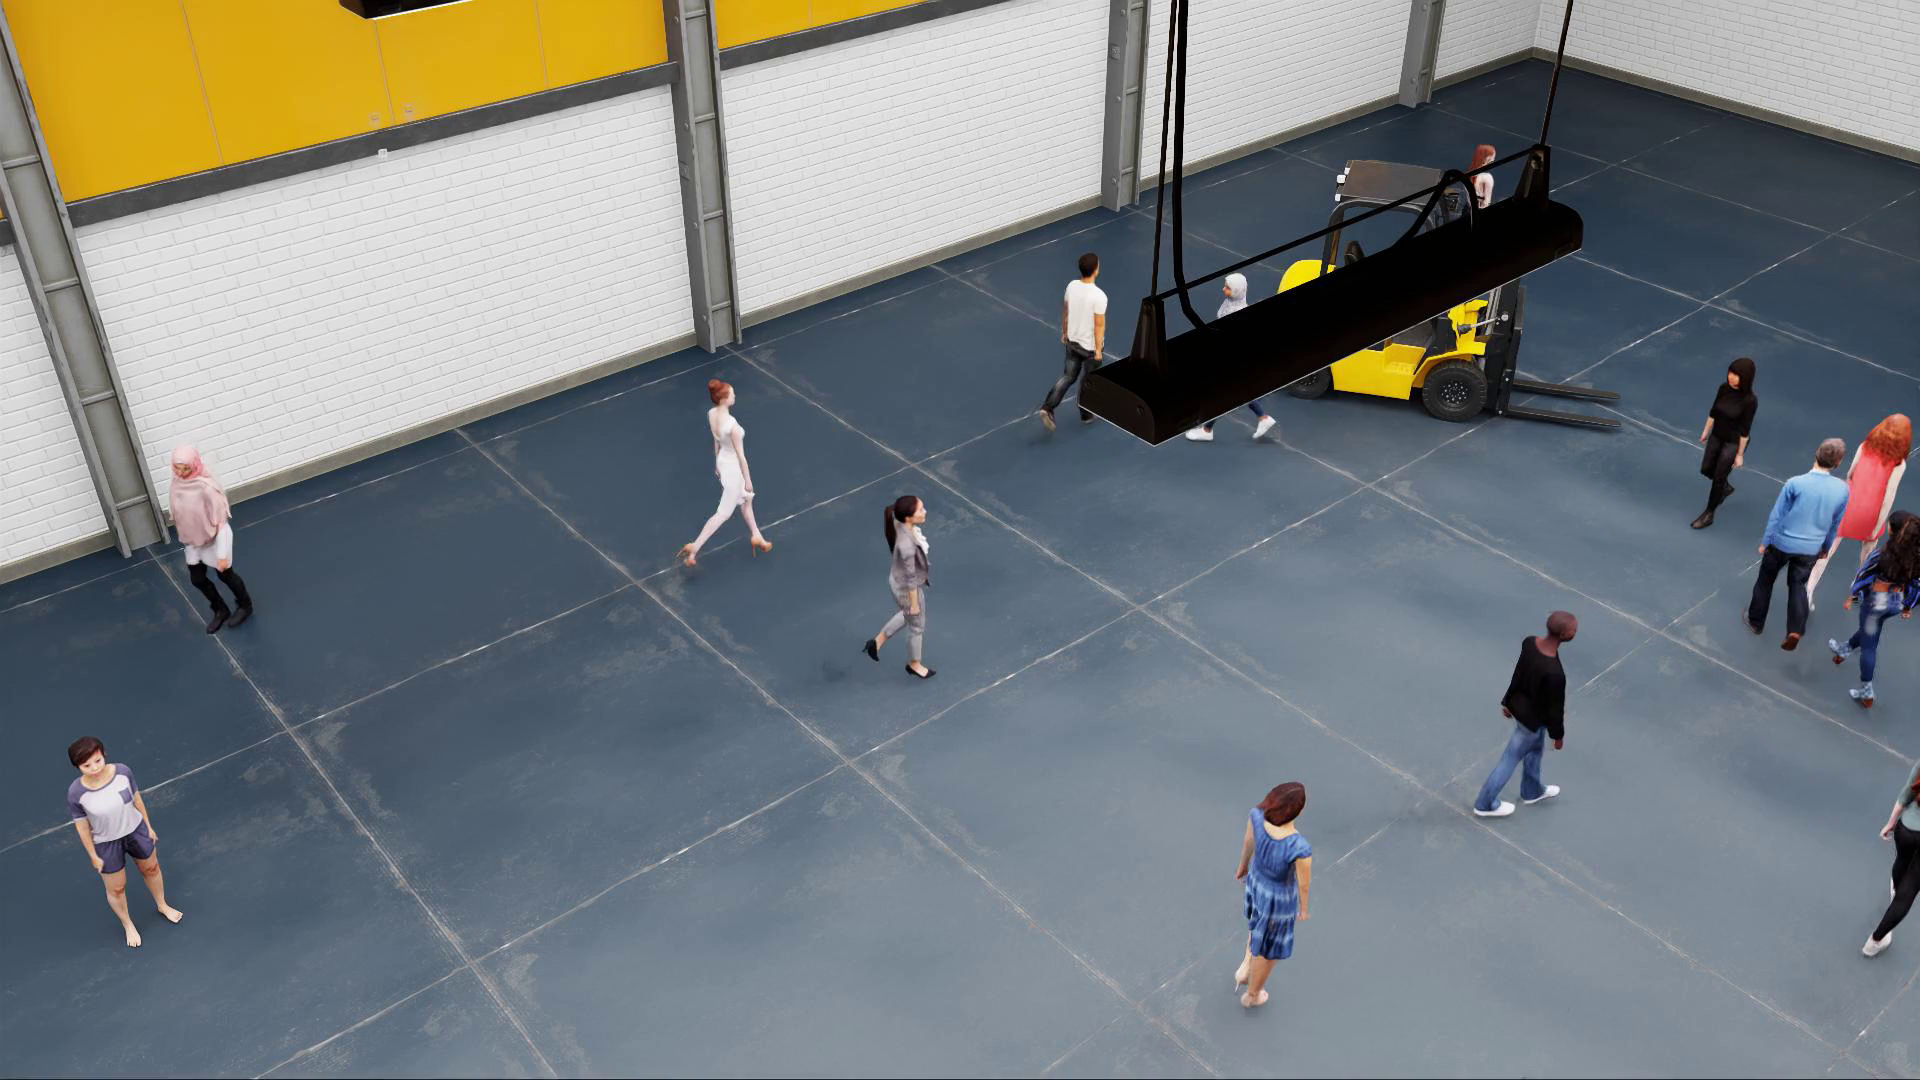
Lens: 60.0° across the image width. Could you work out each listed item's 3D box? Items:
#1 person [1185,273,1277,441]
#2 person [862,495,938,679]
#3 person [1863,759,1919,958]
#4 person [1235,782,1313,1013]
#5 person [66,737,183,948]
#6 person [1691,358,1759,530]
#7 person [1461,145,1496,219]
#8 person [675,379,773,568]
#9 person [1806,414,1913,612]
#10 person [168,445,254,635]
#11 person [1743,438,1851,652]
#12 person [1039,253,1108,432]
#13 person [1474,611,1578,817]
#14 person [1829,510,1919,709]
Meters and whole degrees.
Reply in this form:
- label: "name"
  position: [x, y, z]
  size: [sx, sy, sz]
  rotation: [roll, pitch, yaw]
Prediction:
- label: "person"
  position: [2.619, -1.690, 15.598]
  size: [1.120, 1.748, 1.072]
  rotation: [4, 34, 5]
- label: "person"
  position: [-0.470, 0.374, 12.572]
  size: [0.927, 1.661, 0.830]
  rotation: [-5, 34, -8]
- label: "person"
  position: [5.911, 1.891, 10.246]
  size: [0.691, 1.709, 1.050]
  rotation: [28, 43, 35]
- label: "person"
  position: [1.770, 2.152, 9.780]
  size: [0.707, 1.791, 0.685]
  rotation: [-21, 39, -29]
- label: "person"
  position: [-5.280, 1.851, 10.437]
  size: [0.656, 1.566, 0.497]
  rotation: [26, 42, 33]
- label: "person"
  position: [6.734, -0.868, 14.472]
  size: [0.843, 1.626, 0.710]
  rotation: [-19, 38, -26]
- label: "person"
  position: [5.581, -3.487, 18.314]
  size: [0.704, 1.735, 0.700]
  rotation: [-12, 35, -17]
- label: "person"
  position: [-1.989, -0.500, 13.797]
  size: [1.130, 1.761, 0.676]
  rotation: [-19, 38, -26]
- label: "person"
  position: [7.114, -0.165, 13.278]
  size: [1.130, 1.777, 0.680]
  rotation: [-20, 39, -28]
- label: "person"
  position: [-5.872, -0.032, 13.089]
  size: [0.810, 1.763, 0.841]
  rotation: [21, 39, 28]
- label: "person"
  position: [6.532, 0.069, 12.912]
  size: [1.021, 1.793, 1.090]
  rotation: [2, 34, 3]
- label: "person"
  position: [1.105, -1.837, 15.790]
  size: [0.716, 1.779, 1.062]
  rotation: [28, 43, 36]
- label: "person"
  position: [3.771, 1.208, 11.258]
  size: [1.015, 1.726, 0.891]
  rotation: [-5, 34, -7]
- label: "person"
  position: [6.897, 0.535, 12.398]
  size: [1.007, 1.586, 0.991]
  rotation: [-5, 34, -7]
